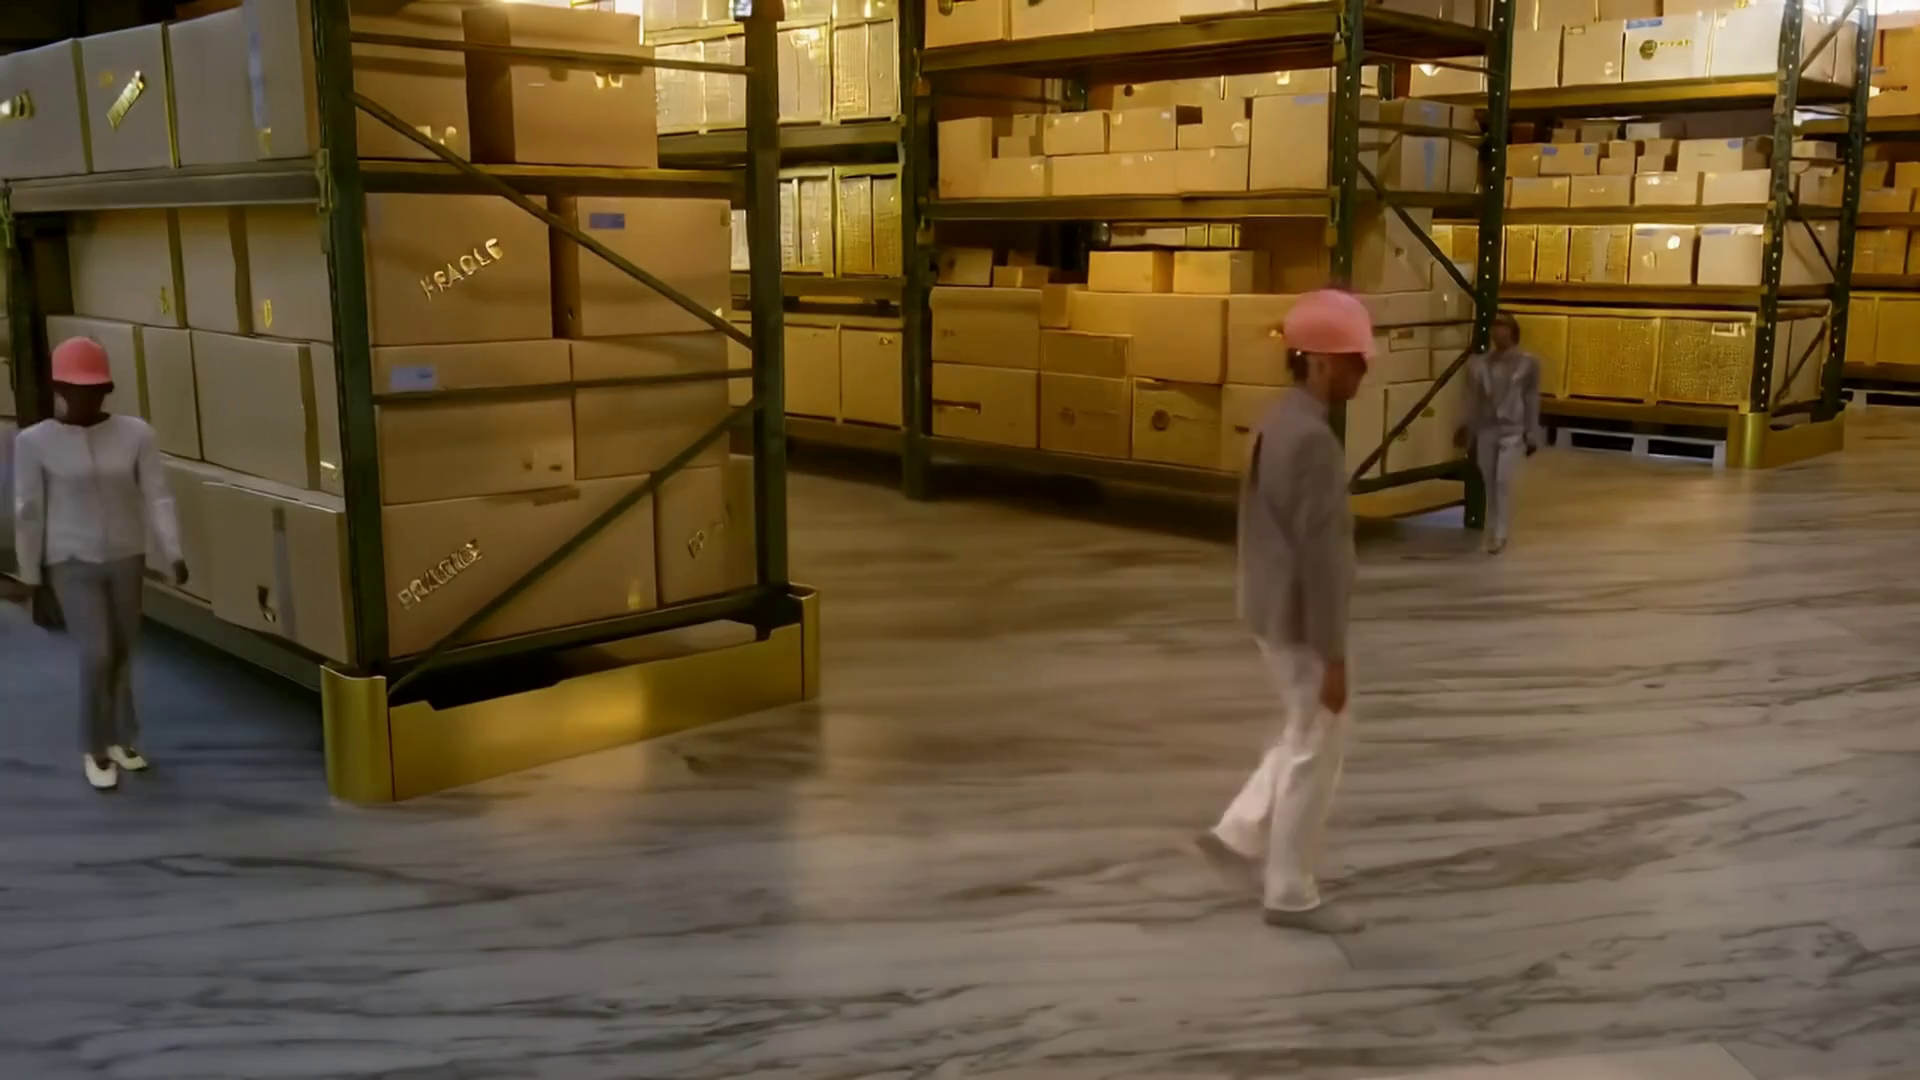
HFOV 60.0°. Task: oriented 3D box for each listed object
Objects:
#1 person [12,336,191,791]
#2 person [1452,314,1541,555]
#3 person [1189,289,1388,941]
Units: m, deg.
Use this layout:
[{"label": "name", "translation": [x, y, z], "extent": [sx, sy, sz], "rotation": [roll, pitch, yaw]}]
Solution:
[{"label": "person", "translation": [-3.320, 0.088, 6.463], "extent": [0.584, 1.745, 0.542], "rotation": [9, 14, 40]}, {"label": "person", "translation": [3.558, -0.695, 11.124], "extent": [0.528, 1.607, 0.795], "rotation": [9, 14, 40]}, {"label": "person", "translation": [1.034, 0.244, 4.986], "extent": [0.446, 1.974, 0.641], "rotation": [-1, 10, -3]}]
